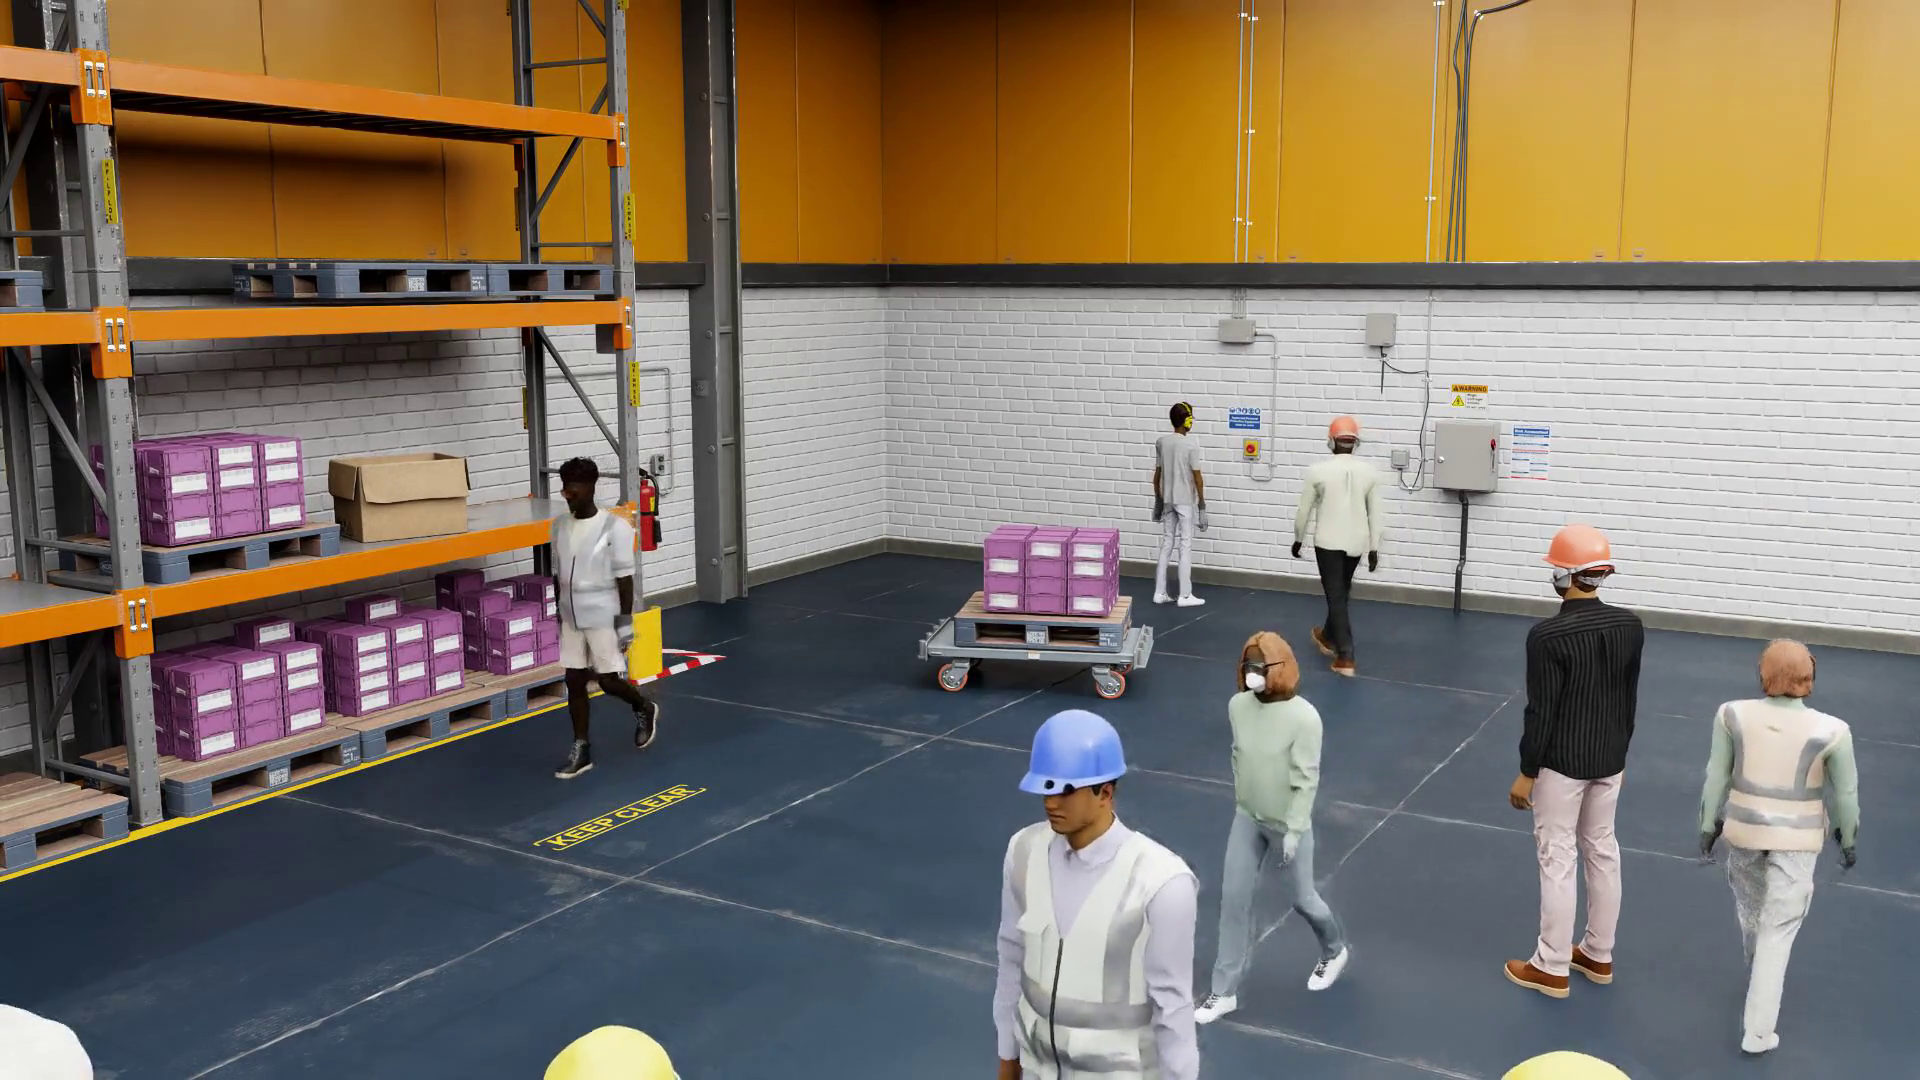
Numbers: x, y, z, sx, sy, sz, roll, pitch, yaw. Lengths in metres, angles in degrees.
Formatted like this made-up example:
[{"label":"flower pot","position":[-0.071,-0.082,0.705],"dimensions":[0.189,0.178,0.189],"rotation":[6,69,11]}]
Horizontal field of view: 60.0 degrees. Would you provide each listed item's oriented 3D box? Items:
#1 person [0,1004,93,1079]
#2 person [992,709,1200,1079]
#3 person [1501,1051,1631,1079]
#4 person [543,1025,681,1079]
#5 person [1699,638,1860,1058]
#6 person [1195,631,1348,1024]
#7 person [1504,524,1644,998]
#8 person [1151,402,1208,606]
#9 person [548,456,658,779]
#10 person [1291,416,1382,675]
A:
[{"label":"person","position":[-2.083,1.581,3.227],"dimensions":[0.800,1.891,0.353],"rotation":[-3,10,-18]},{"label":"person","position":[0.361,1.373,4.388],"dimensions":[0.629,1.927,0.501],"rotation":[8,12,42]},{"label":"person","position":[0.884,1.679,2.517],"dimensions":[0.416,1.915,0.609],"rotation":[-4,10,-25]},{"label":"person","position":[-0.503,1.669,2.956],"dimensions":[0.600,1.807,0.808],"rotation":[5,10,30]},{"label":"person","position":[3.282,1.180,6.628],"dimensions":[0.541,1.593,0.859],"rotation":[9,13,44]},{"label":"person","position":[1.321,1.147,6.840],"dimensions":[0.799,1.600,0.502],"rotation":[-8,12,-41]},{"label":"person","position":[2.577,0.922,7.004],"dimensions":[0.609,1.996,0.383],"rotation":[-4,10,-25]},{"label":"person","position":[2.003,-0.315,15.174],"dimensions":[0.631,1.868,0.437],"rotation":[9,13,44]},{"label":"person","position":[-2.197,0.444,10.145],"dimensions":[0.608,1.950,0.689],"rotation":[5,10,26]},{"label":"person","position":[2.898,0.016,12.852],"dimensions":[0.611,1.939,1.009],"rotation":[-2,9,-13]}]
